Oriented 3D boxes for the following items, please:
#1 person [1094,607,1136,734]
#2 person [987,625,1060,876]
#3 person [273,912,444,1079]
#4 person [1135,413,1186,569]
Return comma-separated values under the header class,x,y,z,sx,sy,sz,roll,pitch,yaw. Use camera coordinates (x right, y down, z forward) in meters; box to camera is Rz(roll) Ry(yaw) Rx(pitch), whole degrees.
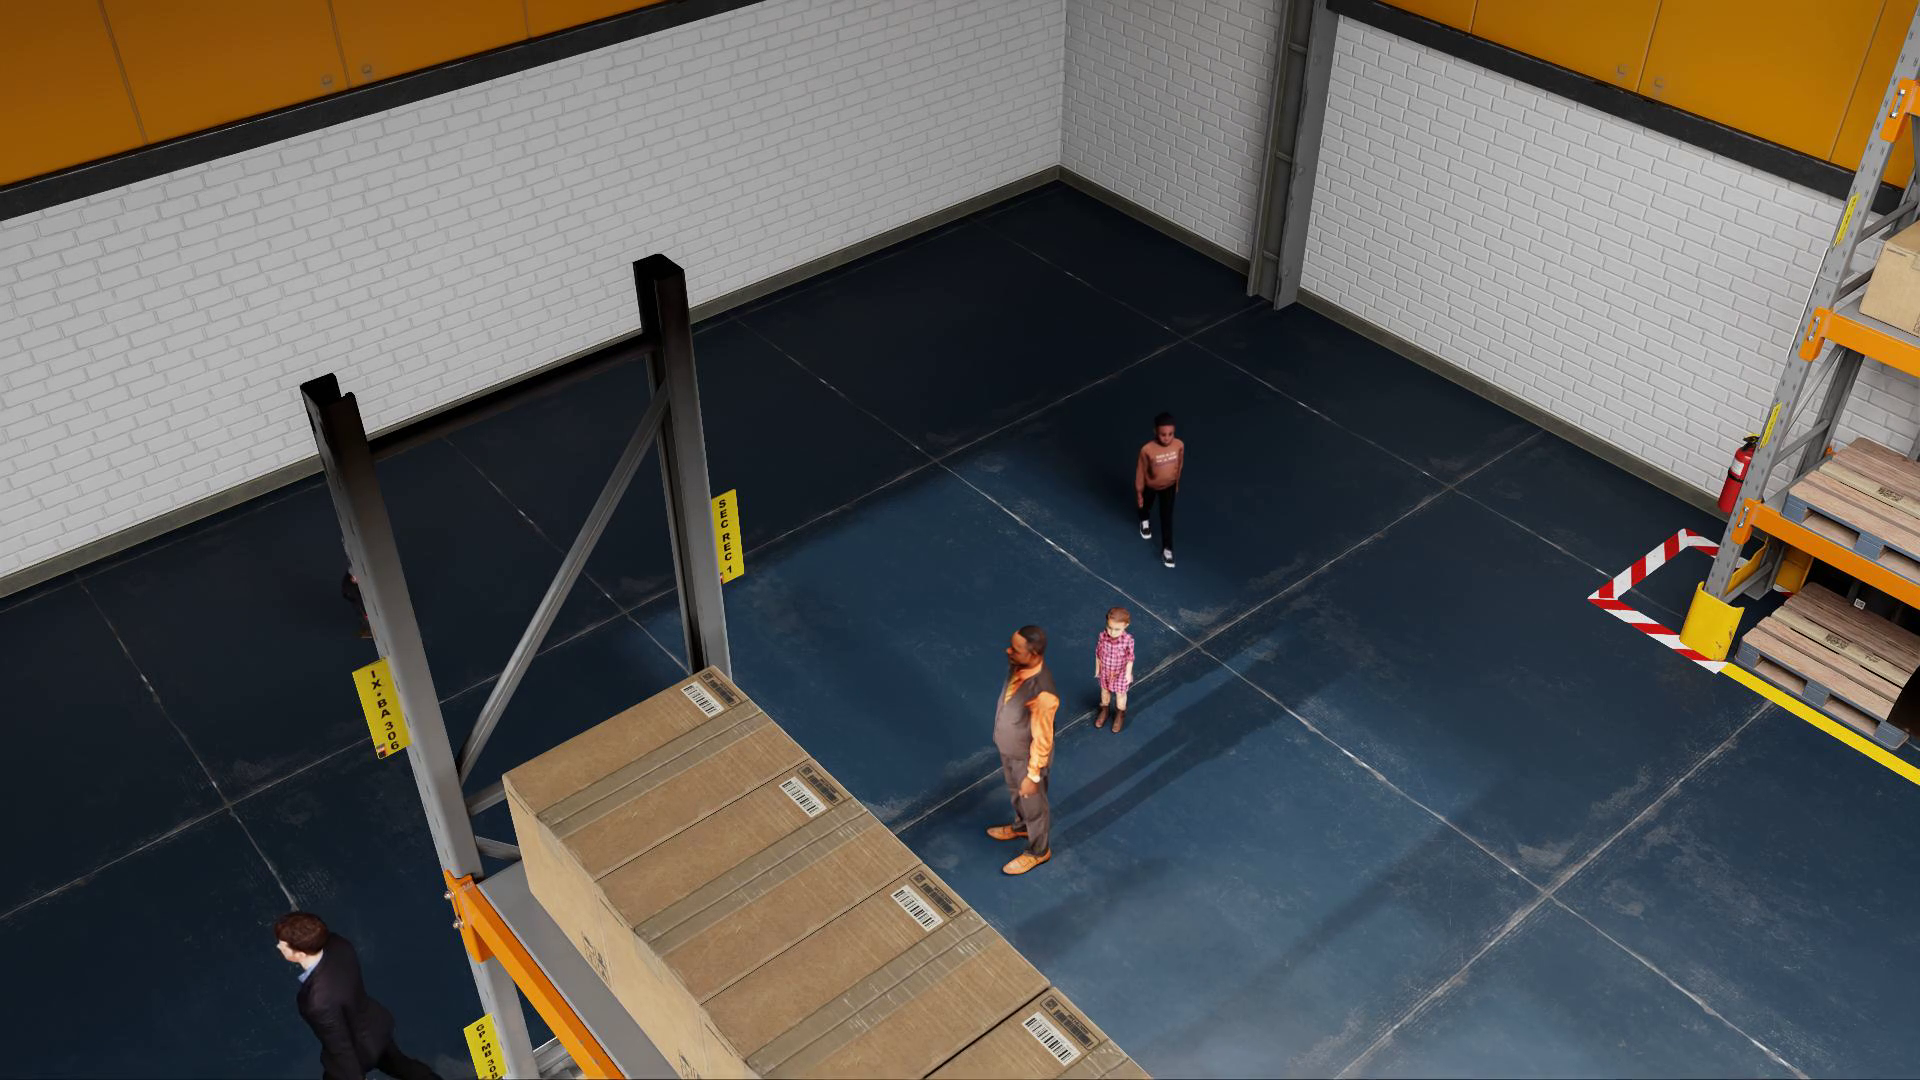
class,x,y,z,sx,sy,sz,roll,pitch,yaw
person,1.053,0.850,11.200,0.480,1.021,0.554,12,40,14
person,0.409,1.240,10.002,0.839,1.908,0.691,-11,40,-14
person,-2.985,2.519,8.447,1.200,1.849,1.267,-5,39,-6
person,1.496,-0.461,12.685,0.821,1.218,0.992,-6,39,-8
